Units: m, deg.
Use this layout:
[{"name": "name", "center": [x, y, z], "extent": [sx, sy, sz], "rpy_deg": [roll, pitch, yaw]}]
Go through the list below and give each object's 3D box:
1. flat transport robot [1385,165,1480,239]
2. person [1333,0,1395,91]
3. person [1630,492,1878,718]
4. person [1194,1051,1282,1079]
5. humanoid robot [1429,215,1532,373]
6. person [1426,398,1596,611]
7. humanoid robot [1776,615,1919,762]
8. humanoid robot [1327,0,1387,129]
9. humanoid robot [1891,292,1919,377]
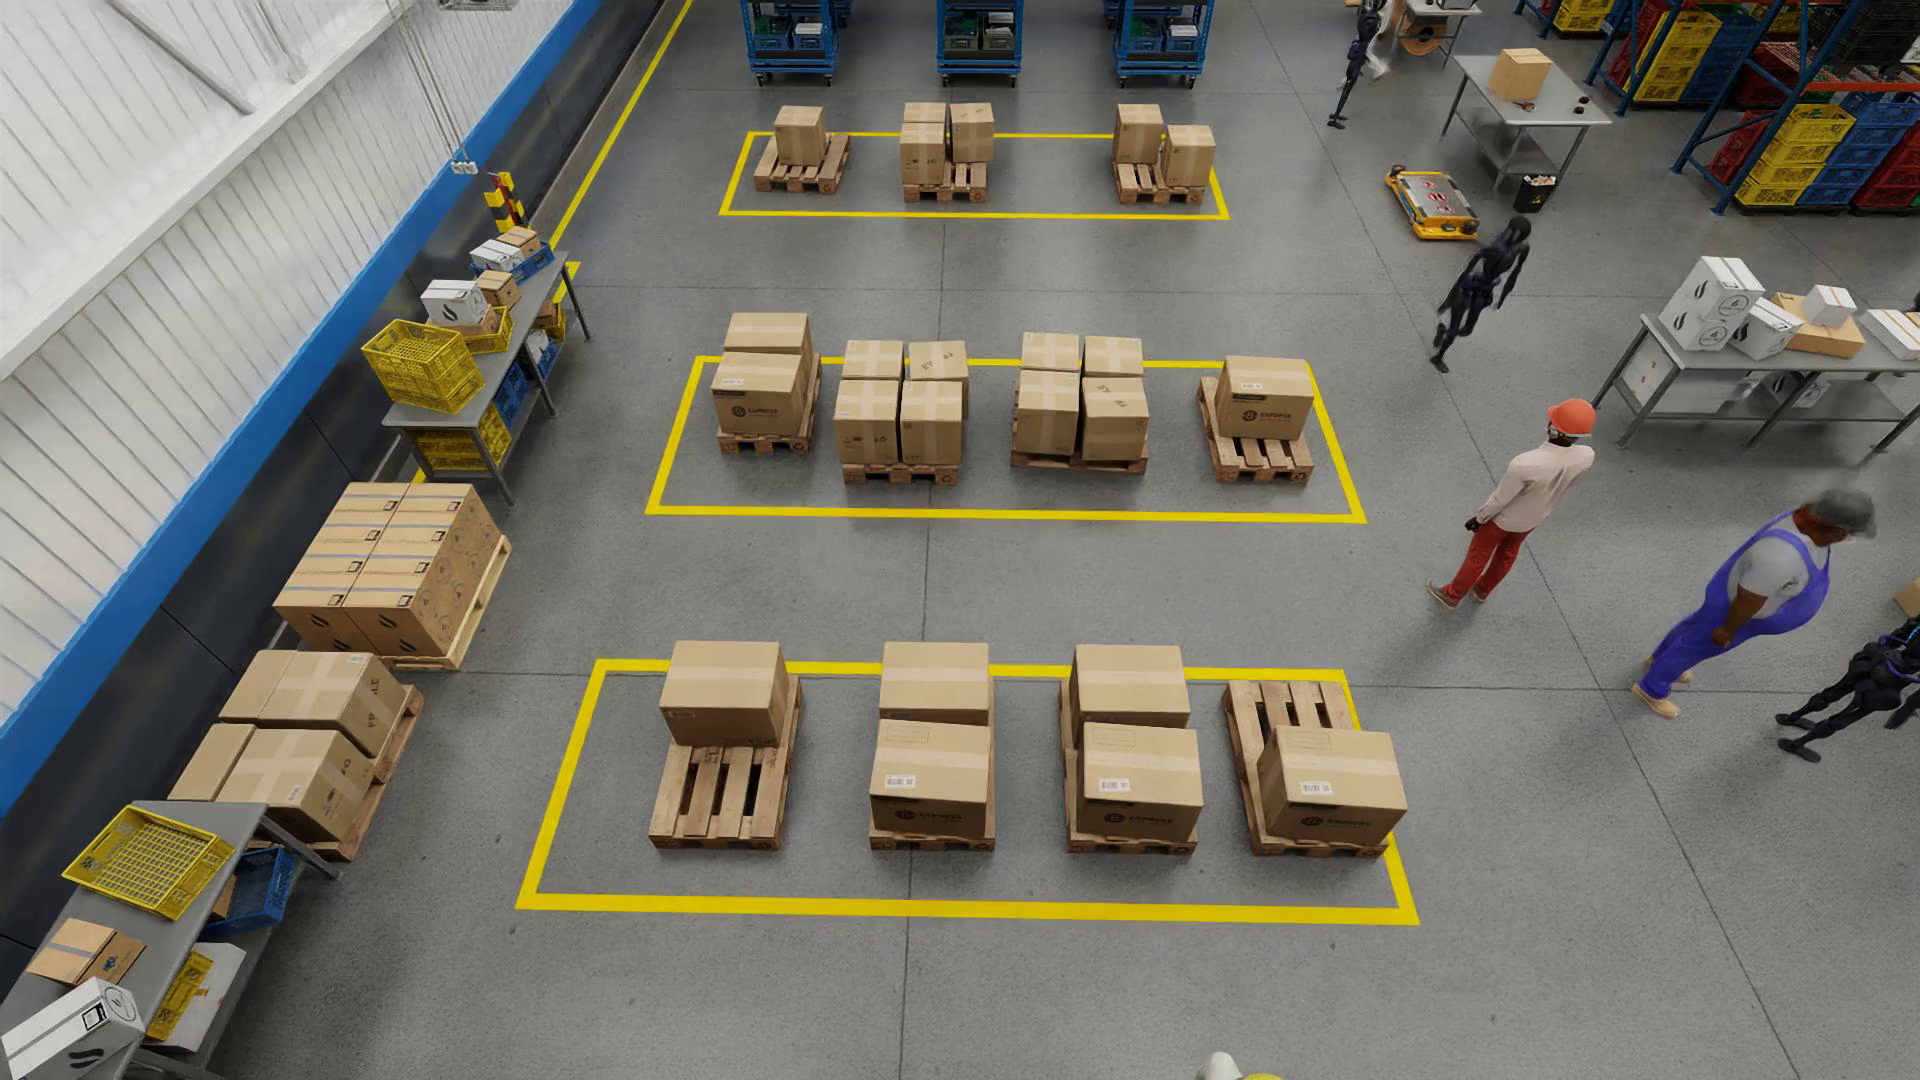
[{"name": "flat transport robot", "center": [5.692, -4.094, 11.059], "extent": [0.652, 0.197, 1.431], "rpy_deg": [1, 49, 1]}, {"name": "person", "center": [5.778, -7.190, 12.705], "extent": [0.595, 1.866, 0.580], "rpy_deg": [-11, 50, -10]}, {"name": "person", "center": [5.182, 0.426, 5.994], "extent": [0.536, 2.000, 0.688], "rpy_deg": [36, 58, 27]}, {"name": "person", "center": [1.190, 2.723, 4.183], "extent": [0.302, 1.771, 0.524], "rpy_deg": [-9, 50, -8]}, {"name": "humanoid robot", "center": [4.857, -2.380, 8.665], "extent": [0.643, 1.627, 0.511], "rpy_deg": [-7, 49, -6]}, {"name": "person", "center": [3.967, -0.207, 6.572], "extent": [0.607, 1.994, 0.375], "rpy_deg": [-10, 50, -9]}, {"name": "humanoid robot", "center": [5.943, 0.861, 5.856], "extent": [0.317, 1.653, 0.579], "rpy_deg": [17, 51, 14]}, {"name": "humanoid robot", "center": [5.255, -6.329, 12.072], "extent": [0.315, 1.656, 0.610], "rpy_deg": [18, 52, 15]}, {"name": "humanoid robot", "center": [9.331, -2.334, 8.650], "extent": [0.605, 1.604, 0.677], "rpy_deg": [-10, 50, -9]}]
